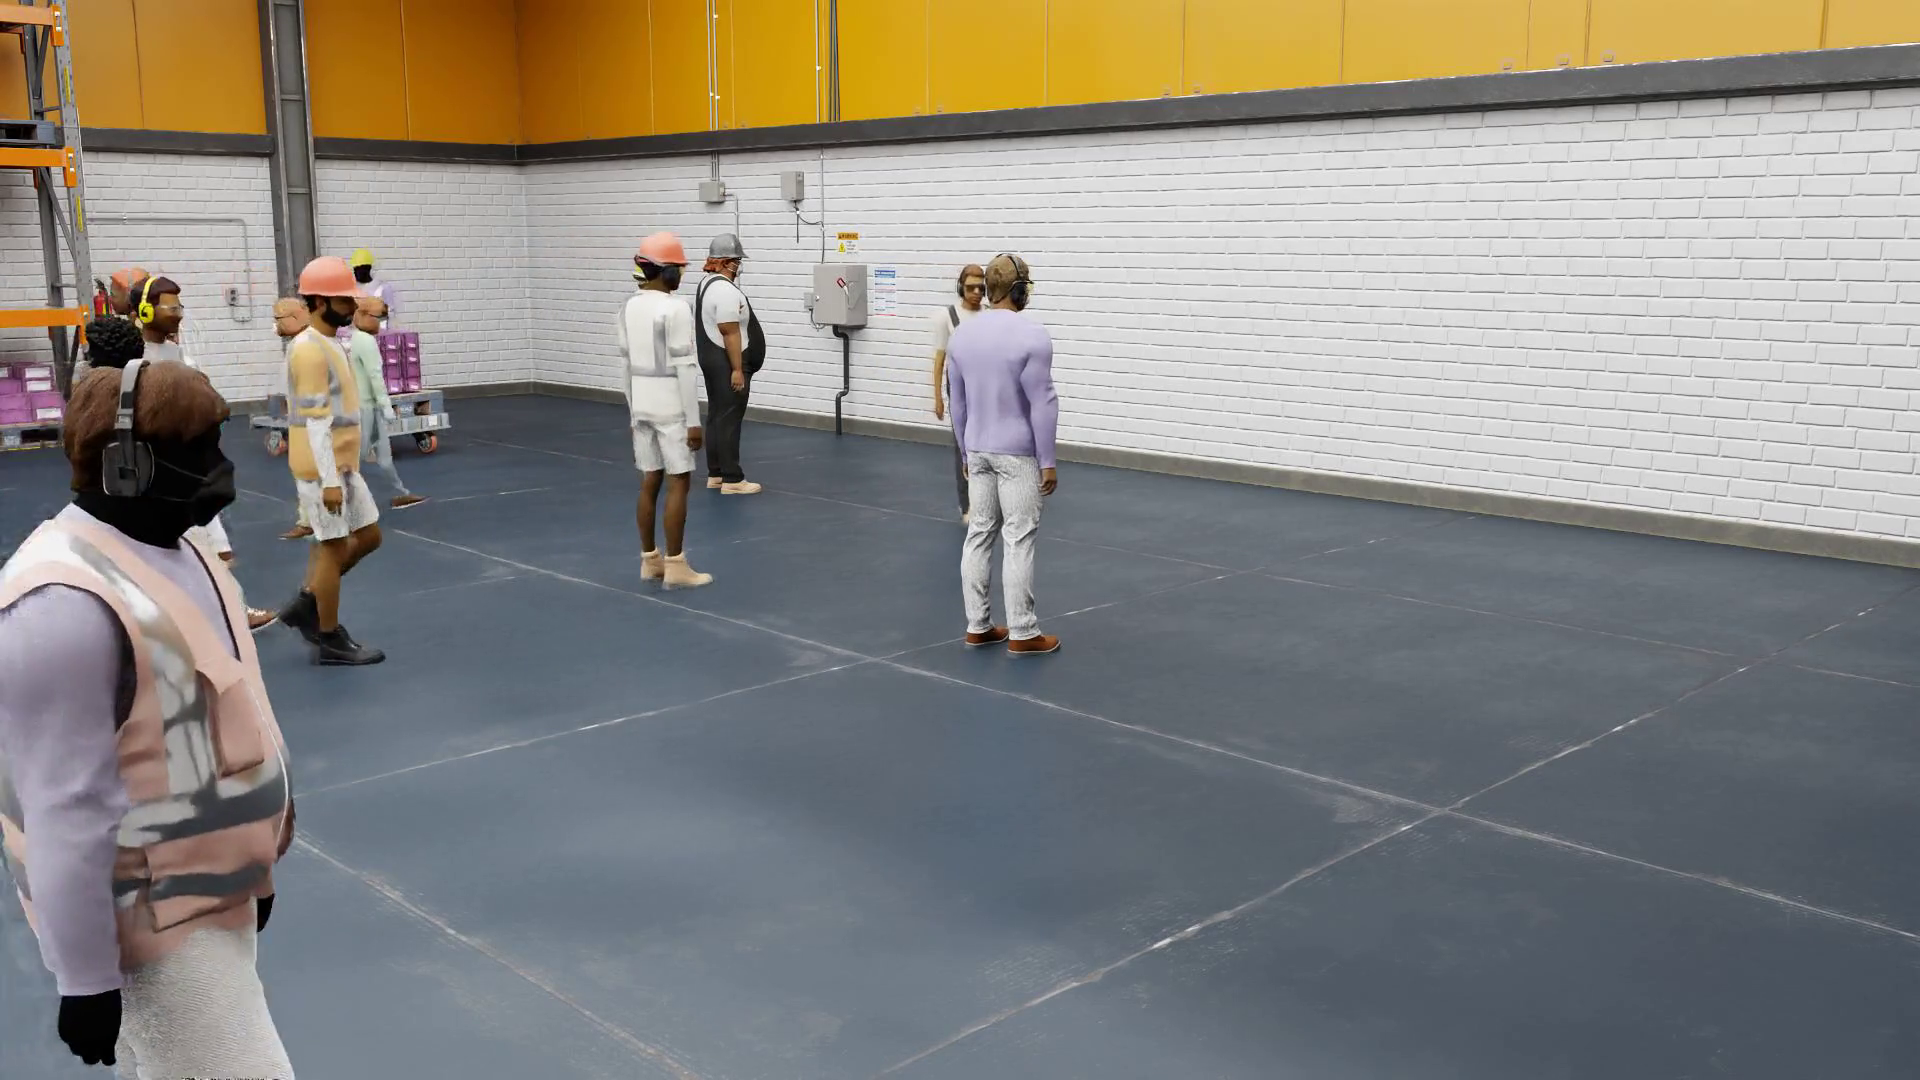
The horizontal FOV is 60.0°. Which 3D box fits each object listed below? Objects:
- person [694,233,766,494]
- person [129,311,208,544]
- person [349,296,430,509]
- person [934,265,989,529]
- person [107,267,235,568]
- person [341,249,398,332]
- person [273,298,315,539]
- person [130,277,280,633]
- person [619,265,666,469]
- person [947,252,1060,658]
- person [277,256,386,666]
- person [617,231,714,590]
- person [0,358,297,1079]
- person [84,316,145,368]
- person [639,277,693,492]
[{"bbox_3d":[-1.800,-1.392,13.136,0.539,2.000,0.689,-5,11,-25],"label":"person"},{"bbox_3d":[-4.354,-0.455,9.129,0.522,1.637,0.306,4,11,20],"label":"person"},{"bbox_3d":[-4.202,-0.953,11.989,0.772,1.586,0.516,-4,11,-22],"label":"person"},{"bbox_3d":[0.131,-0.986,11.563,0.539,1.811,0.863,-5,11,-24],"label":"person"},{"bbox_3d":[-4.836,-0.679,9.818,0.980,1.829,0.612,-5,12,-26],"label":"person"},{"bbox_3d":[-6.363,-2.188,17.936,0.607,1.882,0.989,4,11,21],"label":"person"},{"bbox_3d":[-4.328,-0.818,11.173,0.542,1.615,0.522,-5,12,-27],"label":"person"},{"bbox_3d":[-3.944,-0.400,8.342,0.994,1.813,0.553,0,10,0],"label":"person"},{"bbox_3d":[-2.686,-1.537,14.489,0.588,1.835,0.404,8,13,38],"label":"person"},{"bbox_3d":[0.219,-0.401,8.010,0.632,1.940,0.372,9,14,41],"label":"person"},{"bbox_3d":[-2.945,-0.349,7.764,0.462,1.925,0.547,-1,10,-6],"label":"person"},{"bbox_3d":[-1.691,-0.741,9.580,0.612,2.043,0.392,10,14,43],"label":"person"},{"bbox_3d":[-1.325,0.609,2.811,0.454,1.823,0.648,-1,10,-8],"label":"person"},{"bbox_3d":[-3.429,-0.072,6.876,0.318,1.697,0.534,3,11,15],"label":"person"},{"bbox_3d":[-2.349,-1.309,13.168,0.512,1.865,0.329,-2,11,-10],"label":"person"}]
